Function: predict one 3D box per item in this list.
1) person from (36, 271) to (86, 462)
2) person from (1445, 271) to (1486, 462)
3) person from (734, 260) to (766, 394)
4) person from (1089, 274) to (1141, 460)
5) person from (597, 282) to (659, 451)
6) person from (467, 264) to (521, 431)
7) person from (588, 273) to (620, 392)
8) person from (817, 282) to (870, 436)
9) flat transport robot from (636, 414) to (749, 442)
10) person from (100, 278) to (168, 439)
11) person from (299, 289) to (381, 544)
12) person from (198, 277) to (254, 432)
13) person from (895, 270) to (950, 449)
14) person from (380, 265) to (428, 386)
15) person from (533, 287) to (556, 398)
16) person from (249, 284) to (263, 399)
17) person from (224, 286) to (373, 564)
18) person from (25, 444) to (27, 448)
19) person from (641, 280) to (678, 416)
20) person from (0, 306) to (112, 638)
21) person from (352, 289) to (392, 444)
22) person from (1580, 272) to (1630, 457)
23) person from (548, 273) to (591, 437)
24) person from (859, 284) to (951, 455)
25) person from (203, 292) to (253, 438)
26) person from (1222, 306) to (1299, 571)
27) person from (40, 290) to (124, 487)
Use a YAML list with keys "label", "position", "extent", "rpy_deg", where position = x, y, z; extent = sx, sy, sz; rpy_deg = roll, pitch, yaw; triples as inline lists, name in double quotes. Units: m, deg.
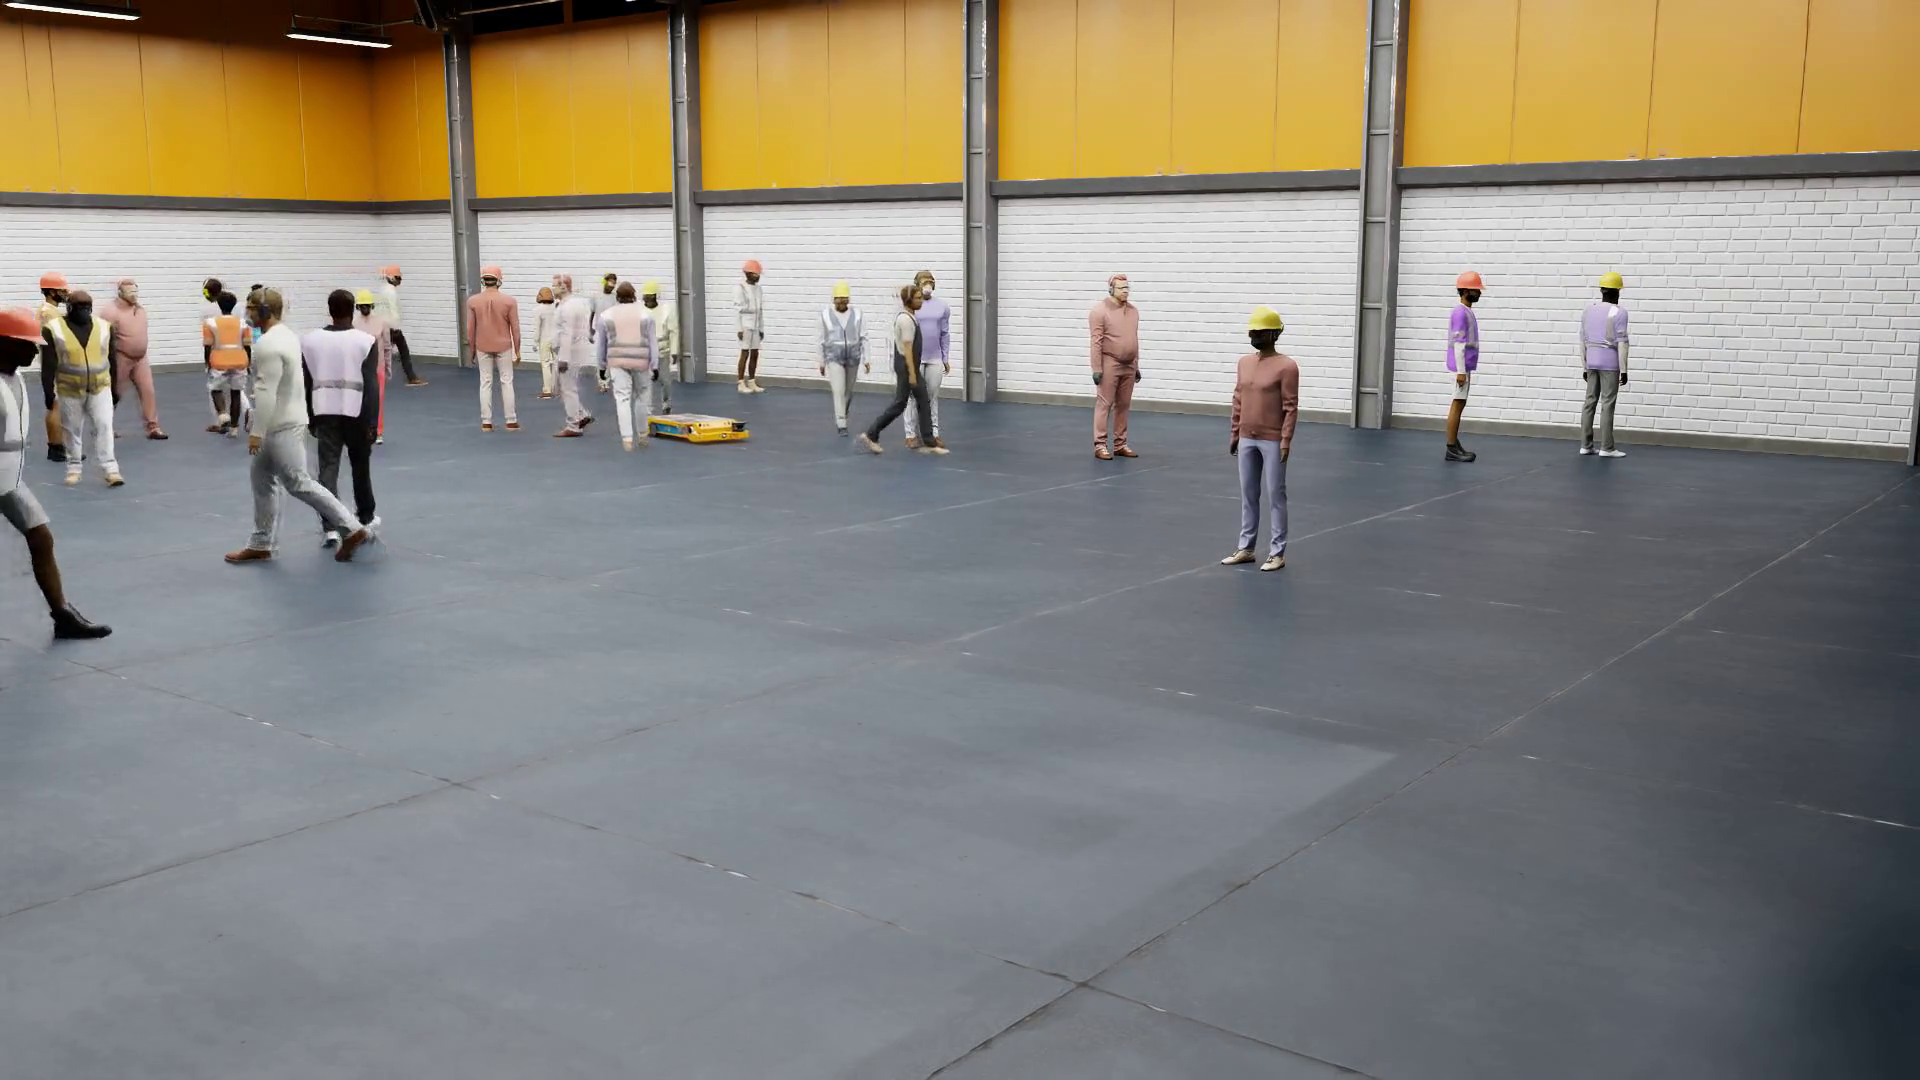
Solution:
- label: "person"
  position: [-9.218, -1.772, 17.021]
  extent: [0.374, 1.935, 0.552]
  rpy_deg: [-7, 12, -36]
- label: "person"
  position: [5.162, -1.770, 17.008]
  extent: [0.356, 1.937, 0.552]
  rpy_deg: [4, 10, 21]
- label: "person"
  position: [-3.152, -3.226, 25.238]
  extent: [0.457, 2.022, 0.620]
  rpy_deg: [6, 11, 31]
- label: "person"
  position: [1.630, -1.784, 17.180]
  extent: [0.651, 1.906, 0.403]
  rpy_deg: [-8, 12, -37]
- label: "person"
  position: [-3.620, -1.899, 18.152]
  extent: [0.661, 1.794, 0.935]
  rpy_deg: [-2, 10, -10]
- label: "person"
  position: [-5.555, -2.289, 19.873]
  extent: [0.623, 1.989, 0.400]
  rpy_deg: [-1, 10, -5]
- label: "person"
  position: [-5.415, -3.177, 25.512]
  extent: [0.532, 1.828, 0.642]
  rpy_deg: [-4, 11, -22]
- label: "person"
  position: [-1.381, -2.150, 19.649]
  extent: [0.598, 1.801, 0.879]
  rpy_deg: [-3, 10, -15]
- label: "flat transport robot"
  position: [-3.095, -1.306, 19.155]
  extent: [0.652, 0.197, 1.431]
  rpy_deg: [-8, 13, -39]
- label: "person"
  position: [-9.562, -2.065, 19.006]
  extent: [0.941, 1.853, 0.669]
  rpy_deg: [4, 10, 22]
- label: "person"
  position: [-4.586, -0.920, 12.319]
  extent: [0.610, 1.858, 1.038]
  rpy_deg: [-1, 10, -4]
- label: "person"
  position: [-8.671, -2.168, 19.604]
  extent: [0.796, 1.850, 0.522]
  rpy_deg: [7, 12, 35]
- label: "person"
  position: [-0.393, -1.968, 18.157]
  extent: [0.631, 1.940, 0.372]
  rpy_deg: [-4, 11, -22]
- label: "person"
  position: [-9.096, -3.402, 26.488]
  extent: [1.009, 1.955, 0.639]
  rpy_deg: [-4, 10, -21]
- label: "person"
  position: [-6.056, -2.900, 24.467]
  extent: [0.278, 1.634, 0.498]
  rpy_deg: [9, 13, 42]
- label: "person"
  position: [-10.166, -2.914, 24.381]
  extent: [0.542, 1.684, 0.546]
  rpy_deg: [-6, 11, -30]
- label: "person"
  position: [-4.530, -0.769, 11.303]
  extent: [0.935, 1.908, 0.634]
  rpy_deg: [-3, 10, -17]
- label: "person"
  position: [-10.529, -1.756, 17.908]
  extent: [0.840, 1.588, 0.517]
  rpy_deg: [-1, 10, -7]
- label: "person"
  position: [-3.880, -2.414, 21.207]
  extent: [0.588, 1.794, 0.893]
  rpy_deg: [-1, 10, -5]
- label: "person"
  position: [-5.308, -0.336, 8.964]
  extent: [1.130, 1.854, 0.571]
  rpy_deg: [-1, 10, -5]
- label: "person"
  position: [-6.704, -1.973, 18.809]
  extent: [0.538, 1.726, 0.893]
  rpy_deg: [-4, 10, -21]
- label: "person"
  position: [6.723, -1.822, 17.343]
  extent: [0.363, 1.928, 0.587]
  rpy_deg: [-5, 11, -28]
- label: "person"
  position: [-4.559, -2.122, 19.206]
  extent: [0.422, 1.893, 0.645]
  rpy_deg: [-3, 10, -16]
- label: "person"
  position: [-0.596, -1.779, 17.457]
  extent: [0.918, 1.819, 0.523]
  rpy_deg: [1, 10, 7]
- label: "person"
  position: [-8.357, -1.994, 19.044]
  extent: [0.541, 1.682, 0.424]
  rpy_deg: [-6, 11, -31]
- label: "person"
  position: [2.022, -0.678, 11.153]
  extent: [0.308, 1.769, 0.524]
  rpy_deg: [-8, 13, -41]
- label: "person"
  position: [-7.993, -1.365, 15.137]
  extent: [0.650, 1.787, 0.813]
  rpy_deg: [-8, 13, -39]
